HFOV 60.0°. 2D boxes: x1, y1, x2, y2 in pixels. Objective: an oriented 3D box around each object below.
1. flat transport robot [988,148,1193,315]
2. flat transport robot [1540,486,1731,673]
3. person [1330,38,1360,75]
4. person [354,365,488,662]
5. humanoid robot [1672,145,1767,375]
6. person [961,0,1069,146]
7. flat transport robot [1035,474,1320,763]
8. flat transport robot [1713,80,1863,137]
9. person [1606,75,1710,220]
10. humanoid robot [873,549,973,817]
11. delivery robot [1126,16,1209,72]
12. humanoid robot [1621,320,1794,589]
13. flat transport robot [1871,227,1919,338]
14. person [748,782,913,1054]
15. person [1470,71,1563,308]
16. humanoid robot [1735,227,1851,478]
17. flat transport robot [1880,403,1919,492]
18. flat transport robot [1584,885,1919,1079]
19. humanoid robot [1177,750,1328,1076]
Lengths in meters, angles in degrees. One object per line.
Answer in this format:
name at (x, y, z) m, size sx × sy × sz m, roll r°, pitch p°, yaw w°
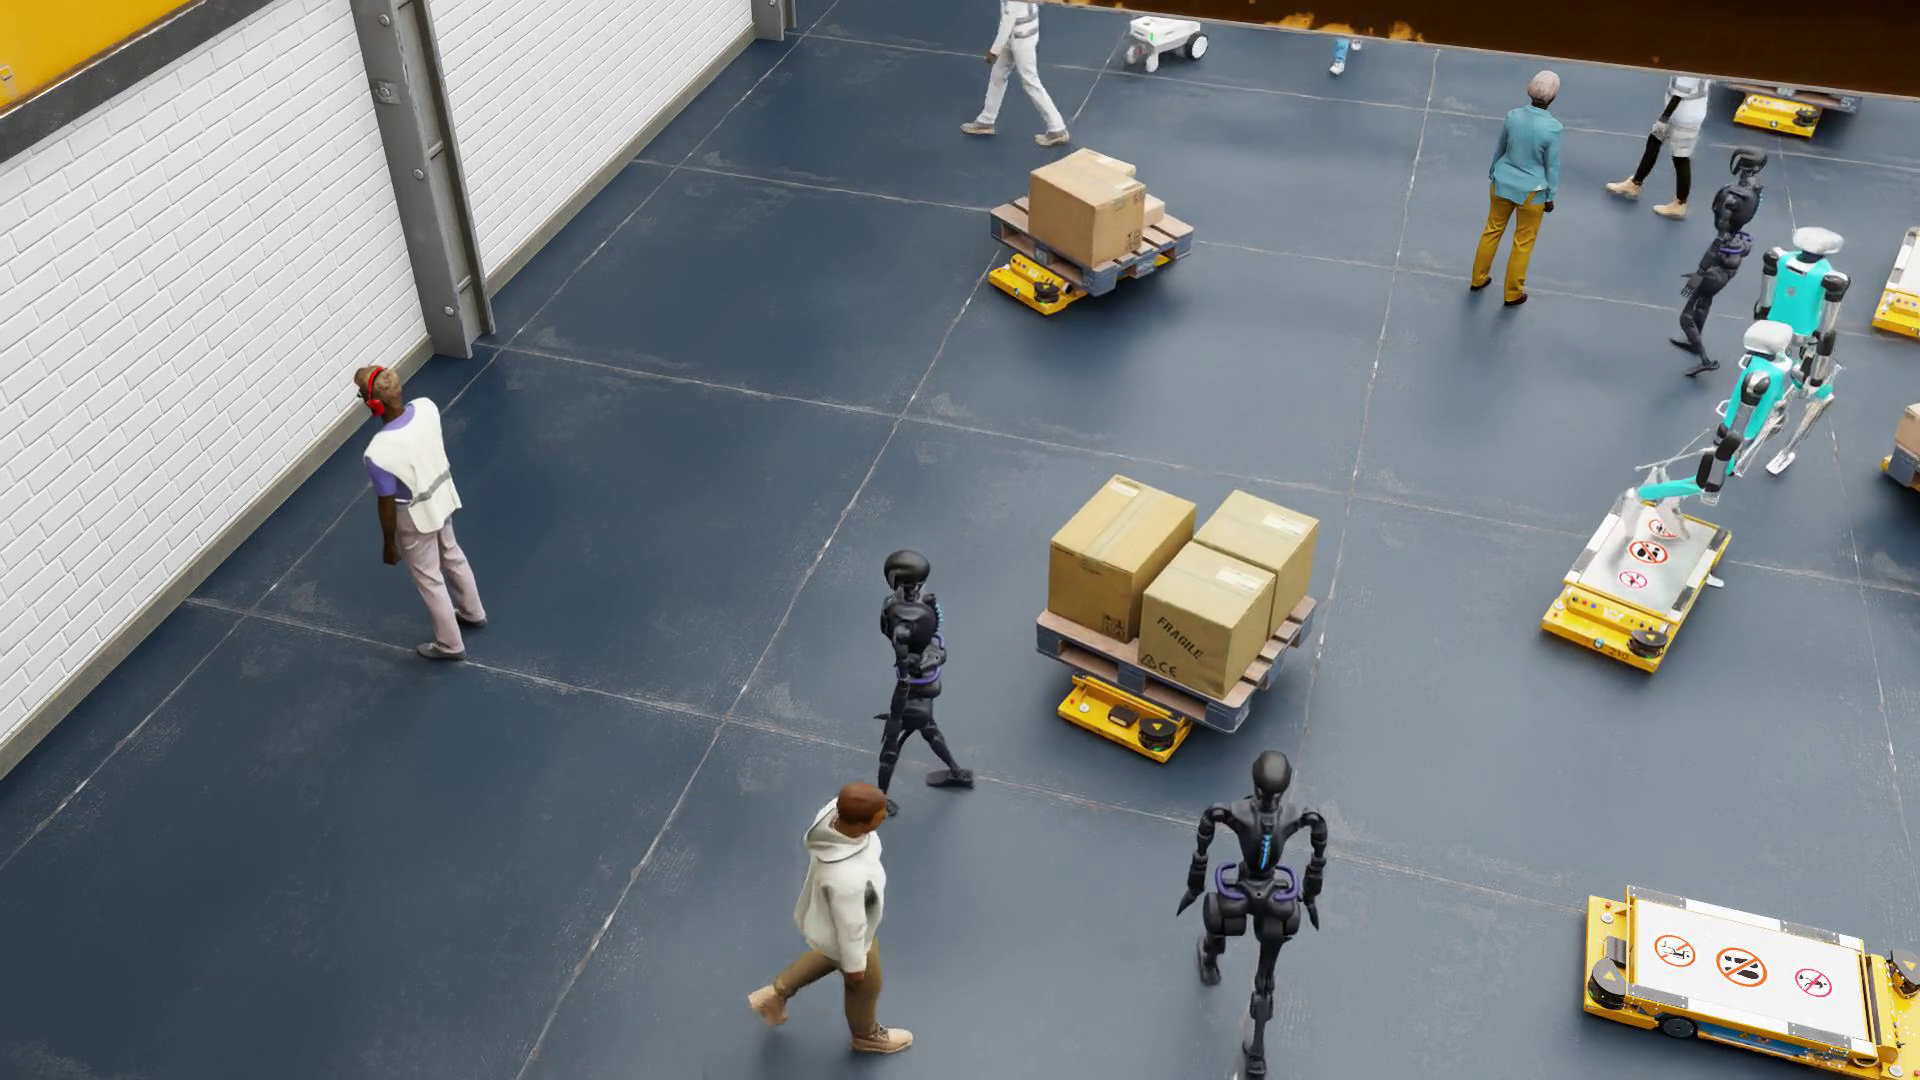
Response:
flat transport robot at (0.968, -2.142, 12.669) m, size 1.431 × 0.231 × 0.659 m, roll -27°, pitch 46°, yaw -30°
flat transport robot at (3.993, 0.201, 9.755) m, size 0.659 × 0.231 × 1.431 m, roll 24°, pitch 45°, yaw 27°
person at (3.691, -5.245, 15.407) m, size 0.560 × 1.669 × 0.892 m, roll 14°, pitch 41°, yaw 17°
person at (-2.875, -0.132, 8.919) m, size 0.385 × 1.836 × 0.563 m, roll 11°, pitch 40°, yaw 14°
humanoid robot at (5.155, -1.878, 11.223) m, size 0.417 × 1.644 × 0.600 m, roll 25°, pitch 45°, yaw 28°
person at (0.510, -4.218, 13.998) m, size 0.928 × 1.842 × 0.570 m, roll 1°, pitch 39°, yaw 1°
flat transport robot at (1.188, 0.628, 9.223) m, size 0.659 × 0.231 × 1.431 m, roll 23°, pitch 44°, yaw 26°
flat transport robot at (7.499, -4.054, 15.047) m, size 0.659 × 0.231 × 1.431 m, roll 20°, pitch 43°, yaw 23°
person at (5.555, -3.347, 13.042) m, size 0.749 × 1.664 × 0.546 m, roll 15°, pitch 41°, yaw 18°
humanoid robot at (-0.242, 0.663, 8.071) m, size 0.611 × 1.634 × 0.590 m, roll 4°, pitch 39°, yaw 5°
delivery robot at (1.961, -4.798, 15.759) m, size 0.818 × 0.614 × 0.499 m, roll -27°, pitch 46°, yaw -29°
humanoid robot at (4.138, -0.506, 9.478) m, size 0.870 × 1.780 × 0.549 m, roll 24°, pitch 45°, yaw 27°
flat transport robot at (7.262, -1.883, 12.347) m, size 0.659 × 0.231 × 1.431 m, roll 22°, pitch 44°, yaw 25°
person at (-0.552, 1.586, 6.852) m, size 0.628 × 1.742 × 0.562 m, roll -6°, pitch 39°, yaw -7°
person at (4.039, -2.519, 11.961) m, size 0.343 × 1.748 × 0.531 m, roll -28°, pitch 47°, yaw -31°
humanoid robot at (5.209, -1.161, 10.281) m, size 0.767 × 1.784 × 0.579 m, roll -22°, pitch 44°, yaw -25°
flat transport robot at (6.492, -0.191, 10.241) m, size 0.659 × 0.231 × 1.431 m, roll -14°, pitch 41°, yaw -17°
flat transport robot at (3.583, 2.009, 7.506) m, size 1.431 × 0.231 × 0.659 m, roll 11°, pitch 40°, yaw 14°
humanoid robot at (1.239, 1.508, 7.043) m, size 0.608 × 1.635 × 0.755 m, roll 2°, pitch 39°, yaw 2°
